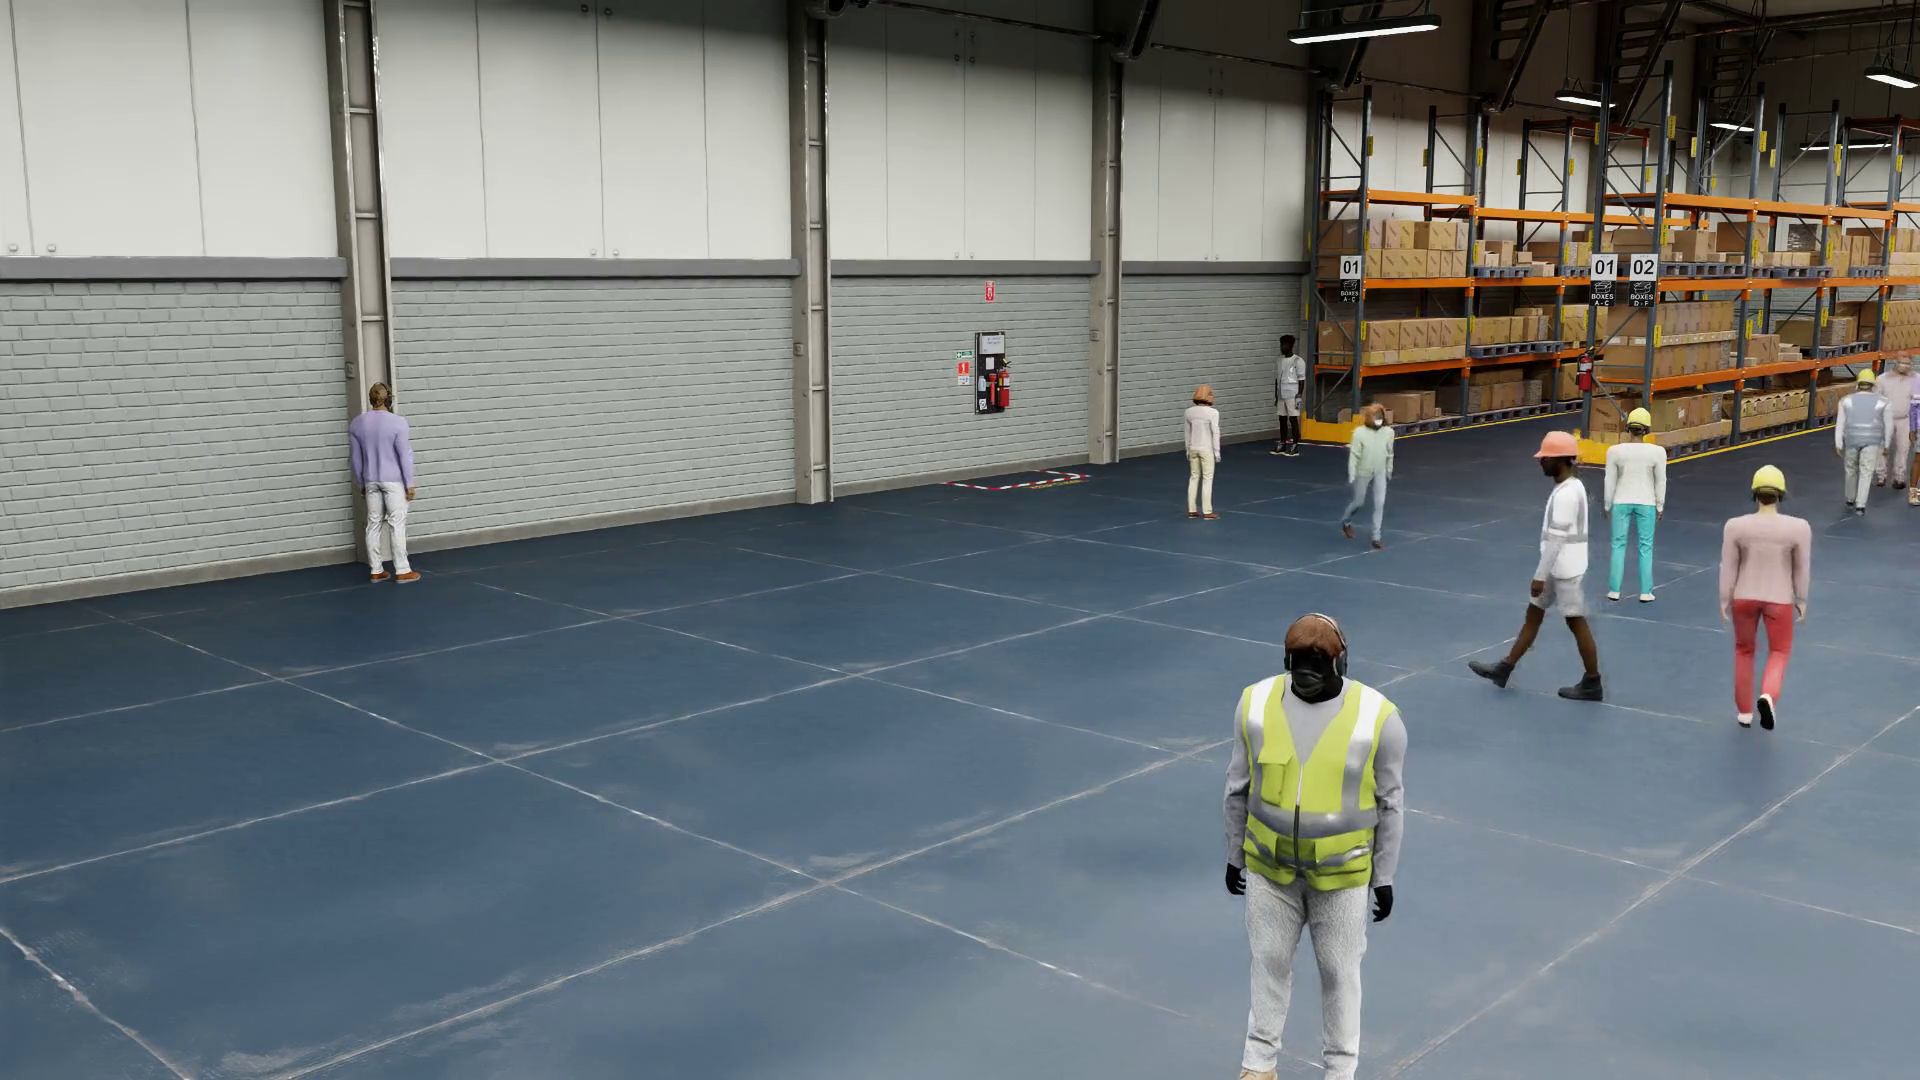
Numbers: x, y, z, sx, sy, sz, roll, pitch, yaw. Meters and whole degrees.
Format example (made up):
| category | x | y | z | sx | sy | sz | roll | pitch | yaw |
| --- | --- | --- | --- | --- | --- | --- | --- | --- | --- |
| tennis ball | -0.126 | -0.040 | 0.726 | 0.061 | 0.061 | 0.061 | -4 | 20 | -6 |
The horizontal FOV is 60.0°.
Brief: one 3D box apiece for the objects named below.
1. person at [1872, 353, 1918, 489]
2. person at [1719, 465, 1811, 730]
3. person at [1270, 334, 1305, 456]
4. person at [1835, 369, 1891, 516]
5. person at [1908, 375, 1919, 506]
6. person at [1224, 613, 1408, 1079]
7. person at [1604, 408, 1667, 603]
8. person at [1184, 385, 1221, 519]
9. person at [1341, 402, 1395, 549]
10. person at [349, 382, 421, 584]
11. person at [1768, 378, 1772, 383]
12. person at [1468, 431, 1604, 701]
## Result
| category | x | y | z | sx | sy | sz | roll | pitch | yaw |
| --- | --- | --- | --- | --- | --- | --- | --- | --- | --- |
| person | 12.818 | -1.620 | 22.771 | 0.685 | 1.851 | 0.977 | 4 | 10 | 23 |
| person | 5.219 | 0.391 | 10.828 | 0.538 | 1.753 | 0.556 | 5 | 11 | 29 |
| person | 5.278 | -2.328 | 26.772 | 0.362 | 1.962 | 0.613 | -6 | 11 | -31 |
| person | 11.133 | -1.207 | 20.520 | 0.588 | 1.783 | 0.976 | 6 | 11 | 33 |
| person | 12.394 | -1.436 | 21.132 | 0.605 | 2.033 | 0.392 | 2 | 9 | 10 |
| person | 1.235 | 1.158 | 5.905 | 0.634 | 1.839 | 0.429 | 4 | 10 | 25 |
| person | 6.119 | -0.314 | 15.100 | 0.523 | 1.769 | 0.320 | 4 | 10 | 25 |
| person | 2.930 | -1.061 | 20.086 | 0.307 | 1.626 | 0.500 | -9 | 13 | -43 |
| person | 4.438 | -0.728 | 18.136 | 0.520 | 1.597 | 0.707 | -2 | 9 | -10 |
| person | -5.521 | -0.543 | 15.975 | 0.627 | 1.940 | 0.373 | 2 | 10 | 12 |
| person | 21.433 | -4.901 | 43.478 | 0.526 | 1.632 | 0.279 | -2 | 9 | -9 |
| person | 4.108 | 0.183 | 11.685 | 0.961 | 1.888 | 0.573 | 3 | 10 | 19 |
